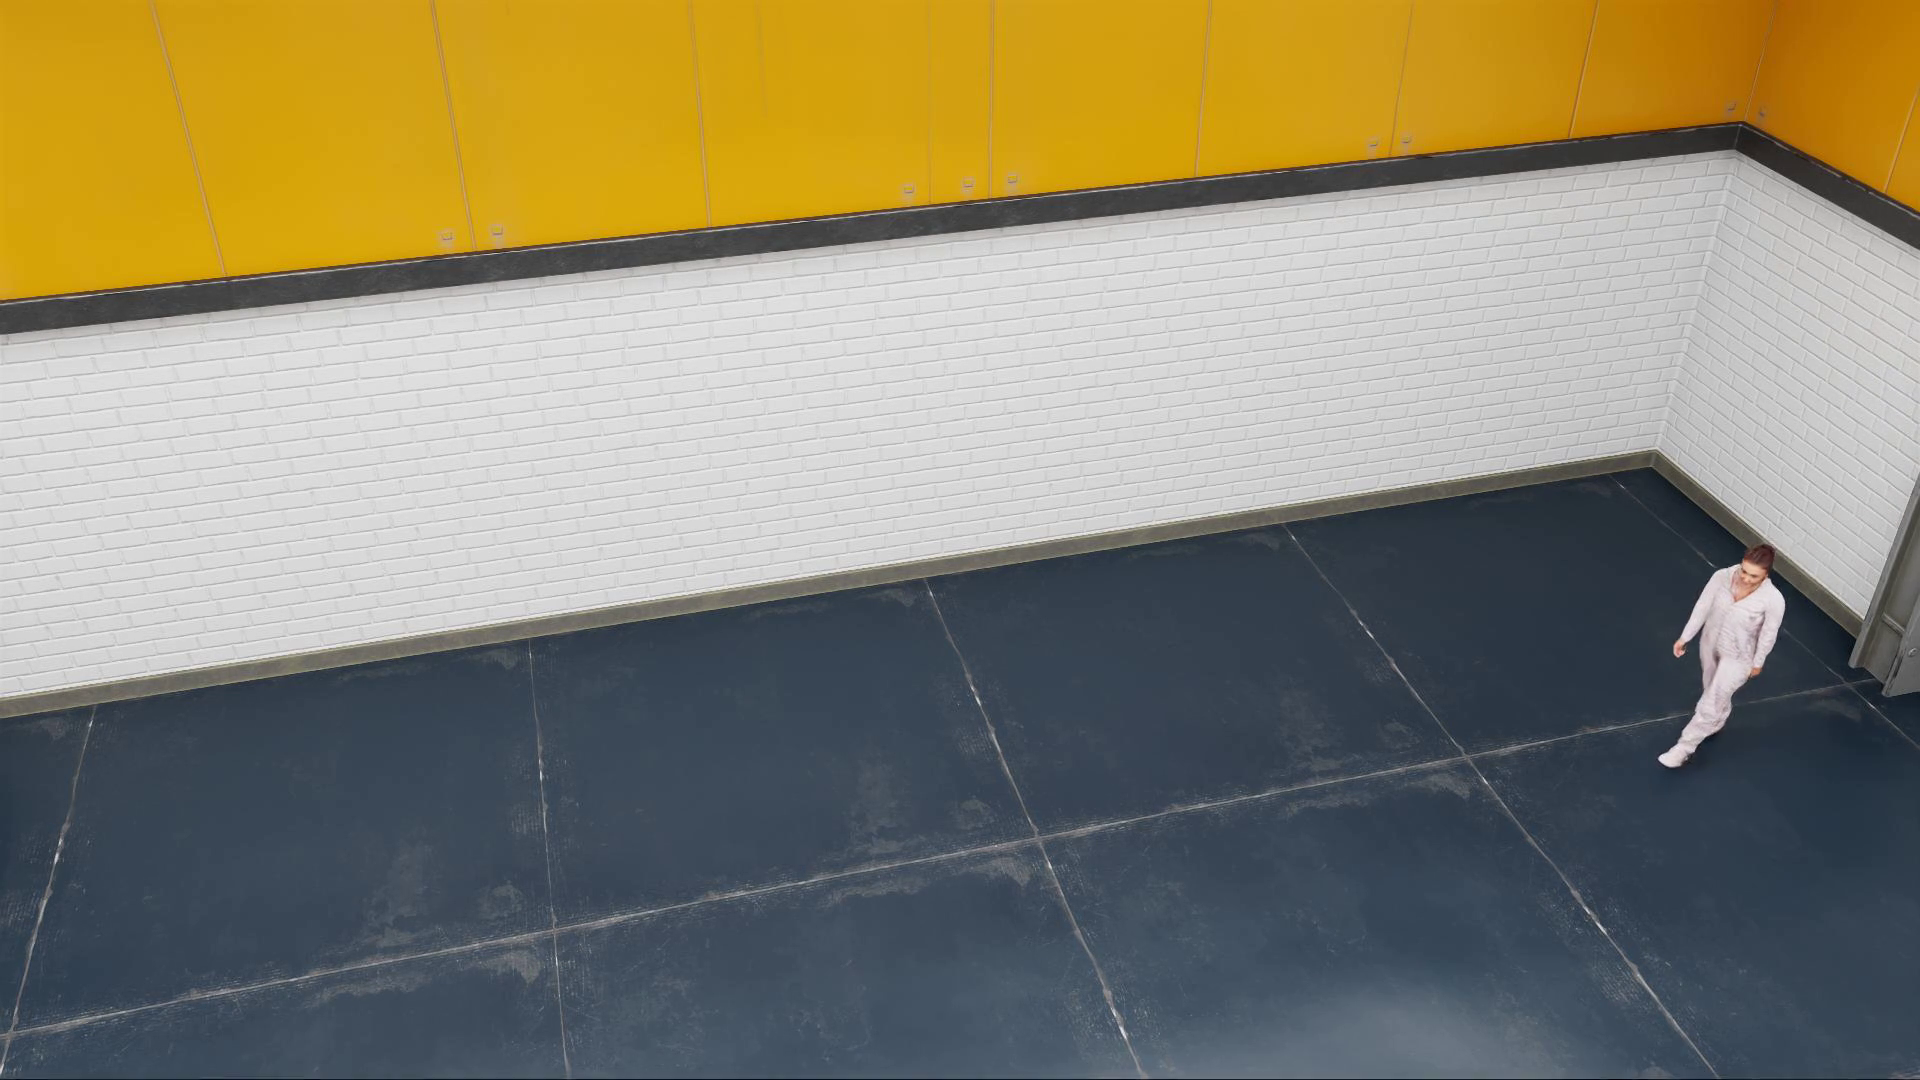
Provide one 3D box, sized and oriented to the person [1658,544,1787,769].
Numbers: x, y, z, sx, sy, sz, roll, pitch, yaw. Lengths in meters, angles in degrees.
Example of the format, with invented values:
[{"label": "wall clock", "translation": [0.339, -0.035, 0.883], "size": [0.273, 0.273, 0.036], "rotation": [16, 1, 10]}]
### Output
[{"label": "person", "translation": [5.039, 0.691, 10.790], "size": [0.879, 1.641, 1.044], "rotation": [-17, 37, -24]}]
